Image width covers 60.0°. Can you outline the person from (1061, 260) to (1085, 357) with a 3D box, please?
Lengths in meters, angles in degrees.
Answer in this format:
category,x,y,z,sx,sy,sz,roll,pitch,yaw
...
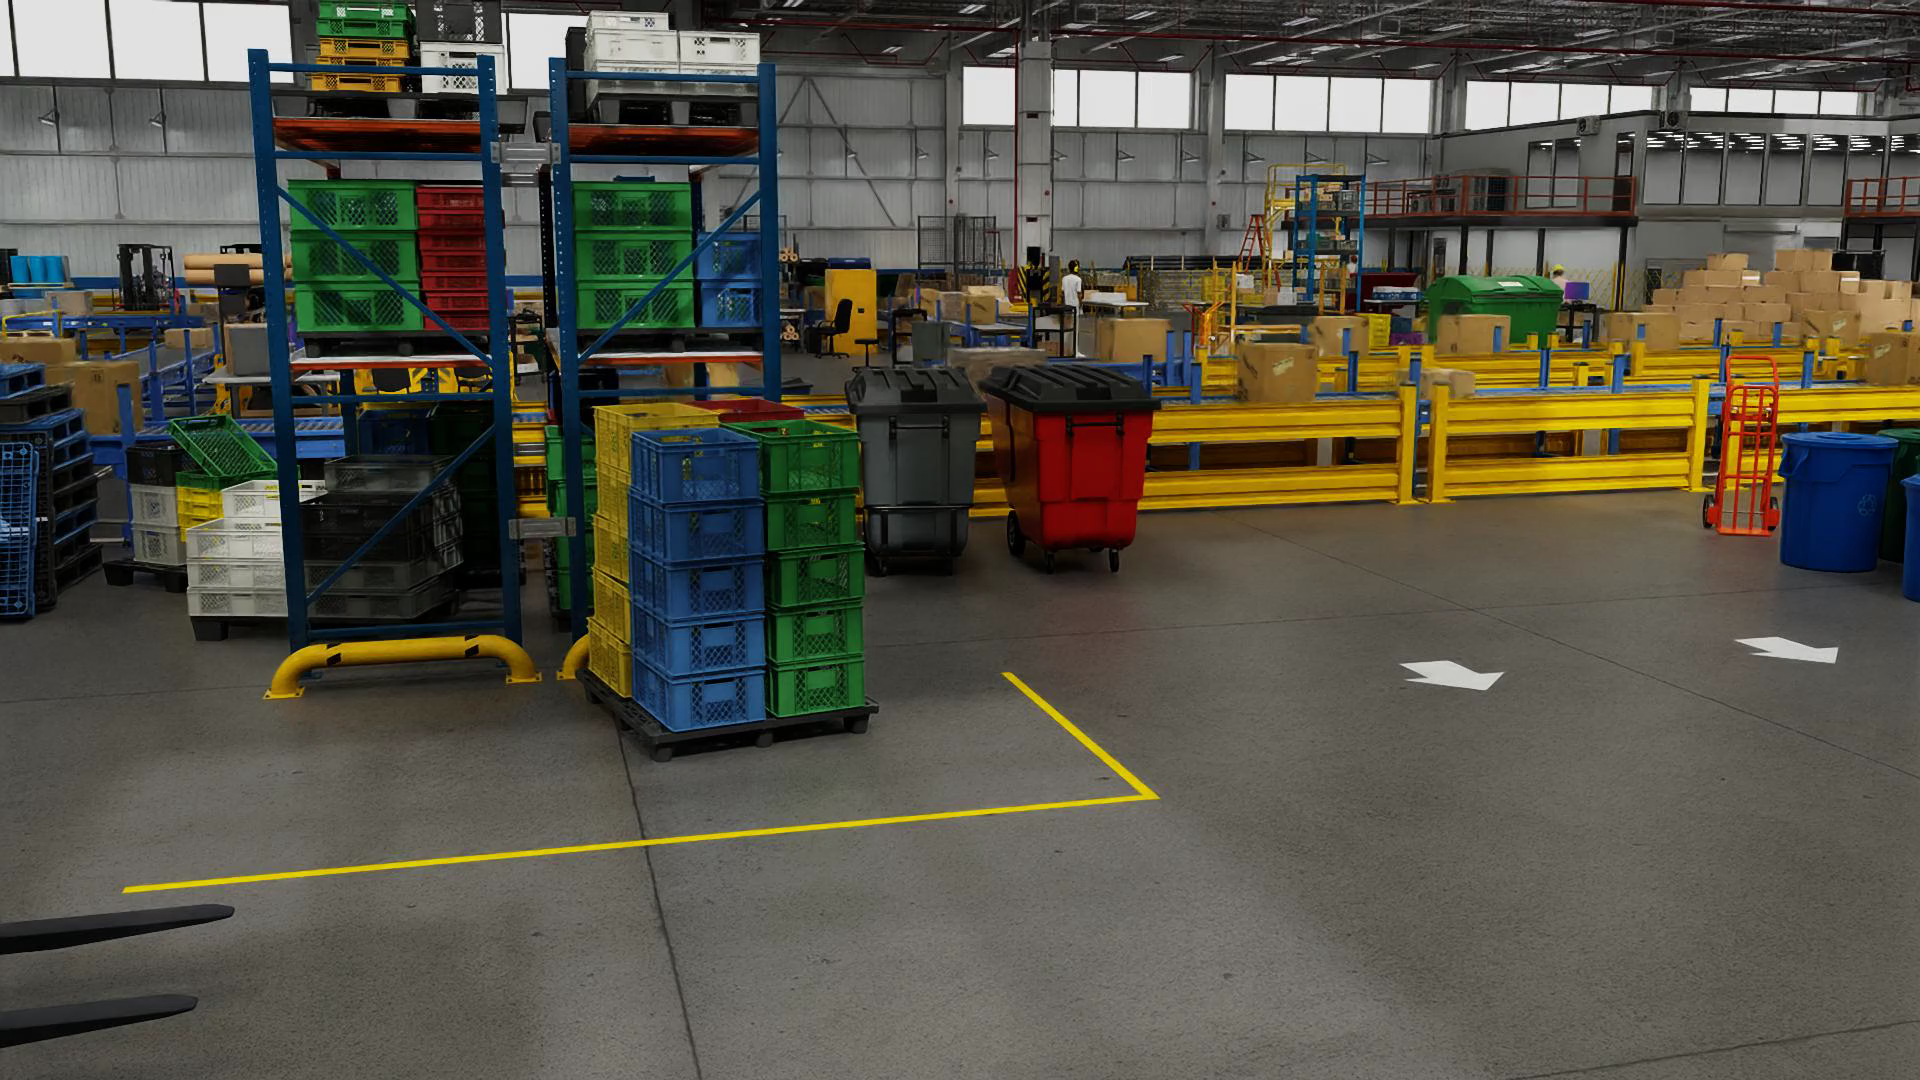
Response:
category,x,y,z,sx,sy,sz,roll,pitch,yaw
person,2.172,-4.441,31.965,0.311,1.869,0.532,-9,14,-42

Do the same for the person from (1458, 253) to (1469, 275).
category,x,y,z,sx,sy,sz,roll,pitch,yaw
person,17.396,-8.977,57.484,0.366,1.926,0.594,6,12,33

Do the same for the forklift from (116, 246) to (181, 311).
category,x,y,z,sx,sy,sz,roll,pitch,yaw
forklift,-19.966,-6.232,40.894,1.157,1.987,2.680,-3,10,-15

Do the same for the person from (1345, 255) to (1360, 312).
category,x,y,z,sx,sy,sz,roll,pitch,yaw
person,12.859,-8.402,54.410,0.575,1.890,0.439,8,13,38

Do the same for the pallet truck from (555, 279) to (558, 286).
category,x,y,z,sx,sy,sz,roll,pitch,yaw
pallet truck,-10.604,-6.375,44.520,0.653,1.274,1.630,-3,10,-15

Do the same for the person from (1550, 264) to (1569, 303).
category,x,y,z,sx,sy,sz,roll,pitch,yaw
person,12.981,-5.114,36.125,0.533,1.751,0.687,0,10,-2

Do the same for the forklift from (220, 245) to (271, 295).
category,x,y,z,sx,sy,sz,roll,pitch,yaw
forklift,-17.749,-6.334,41.440,1.157,1.987,2.680,-3,10,-17
